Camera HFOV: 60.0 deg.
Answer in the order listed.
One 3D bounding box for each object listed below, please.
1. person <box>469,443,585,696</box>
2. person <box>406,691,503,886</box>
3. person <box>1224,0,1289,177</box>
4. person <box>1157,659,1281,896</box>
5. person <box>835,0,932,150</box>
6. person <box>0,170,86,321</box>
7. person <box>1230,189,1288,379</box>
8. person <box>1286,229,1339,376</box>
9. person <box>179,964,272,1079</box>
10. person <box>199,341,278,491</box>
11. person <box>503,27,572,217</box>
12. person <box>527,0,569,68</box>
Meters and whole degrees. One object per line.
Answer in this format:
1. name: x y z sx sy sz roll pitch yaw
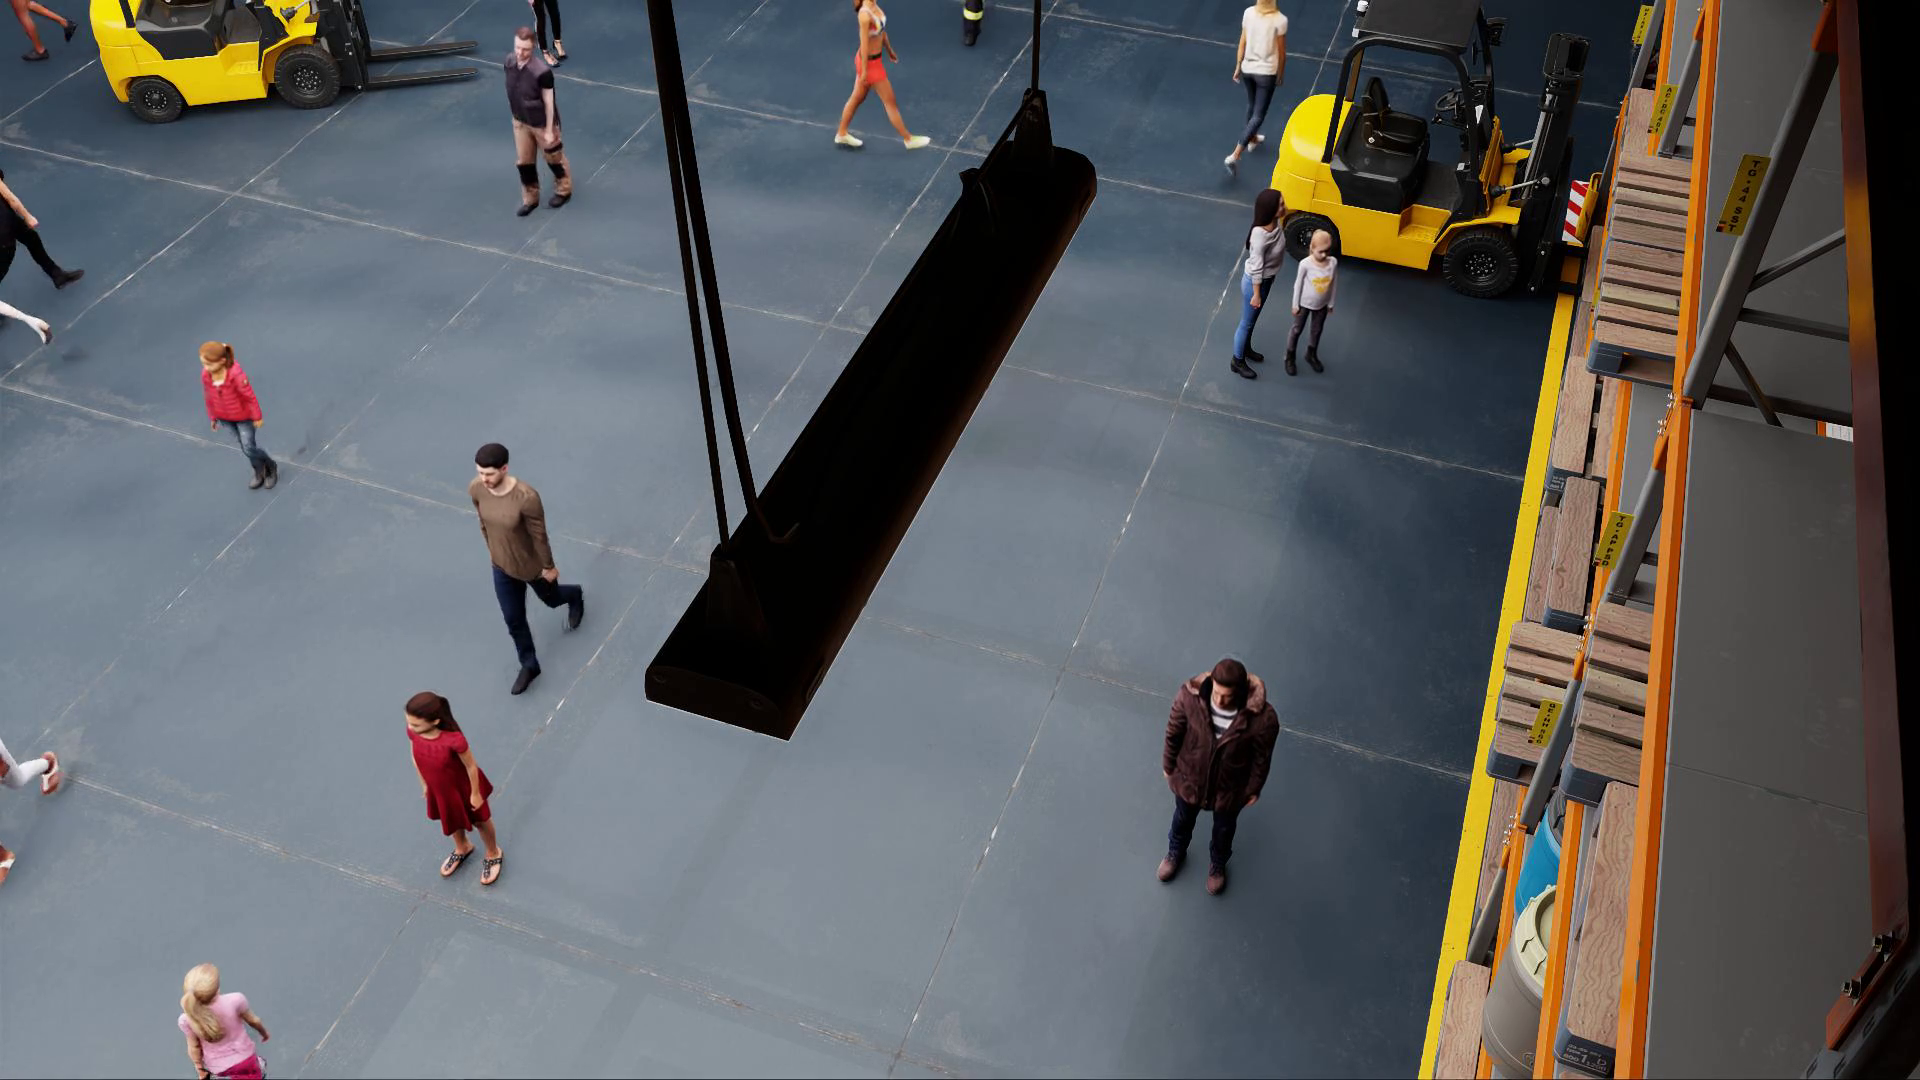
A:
1. person: -2.745 0.073 10.564 0.700 1.859 1.137 10 44 10
2. person: -2.879 1.367 9.430 0.557 1.551 0.616 11 45 11
3. person: 2.669 -4.174 15.076 0.838 1.785 1.199 29 51 27
4. person: 1.419 1.301 9.286 0.739 1.845 0.632 14 45 14
5. person: -0.907 -4.372 15.315 0.885 1.741 1.145 1 44 1
6. person: -7.830 -2.522 13.445 0.844 1.642 1.248 28 50 26
7. person: 2.307 -2.012 12.915 0.662 1.635 0.446 15 46 16
8. person: 2.765 -1.873 13.029 0.569 1.277 0.603 -6 44 -6
9. person: -3.645 2.632 8.318 0.763 1.252 0.860 -17 46 -17
10. person: -5.191 -0.939 12.026 0.527 1.307 0.516 11 45 11
11. person: -3.690 -3.709 14.577 0.731 1.800 0.831 25 49 24
12. person: -4.225 -5.545 16.582 0.755 1.693 0.612 28 50 26
